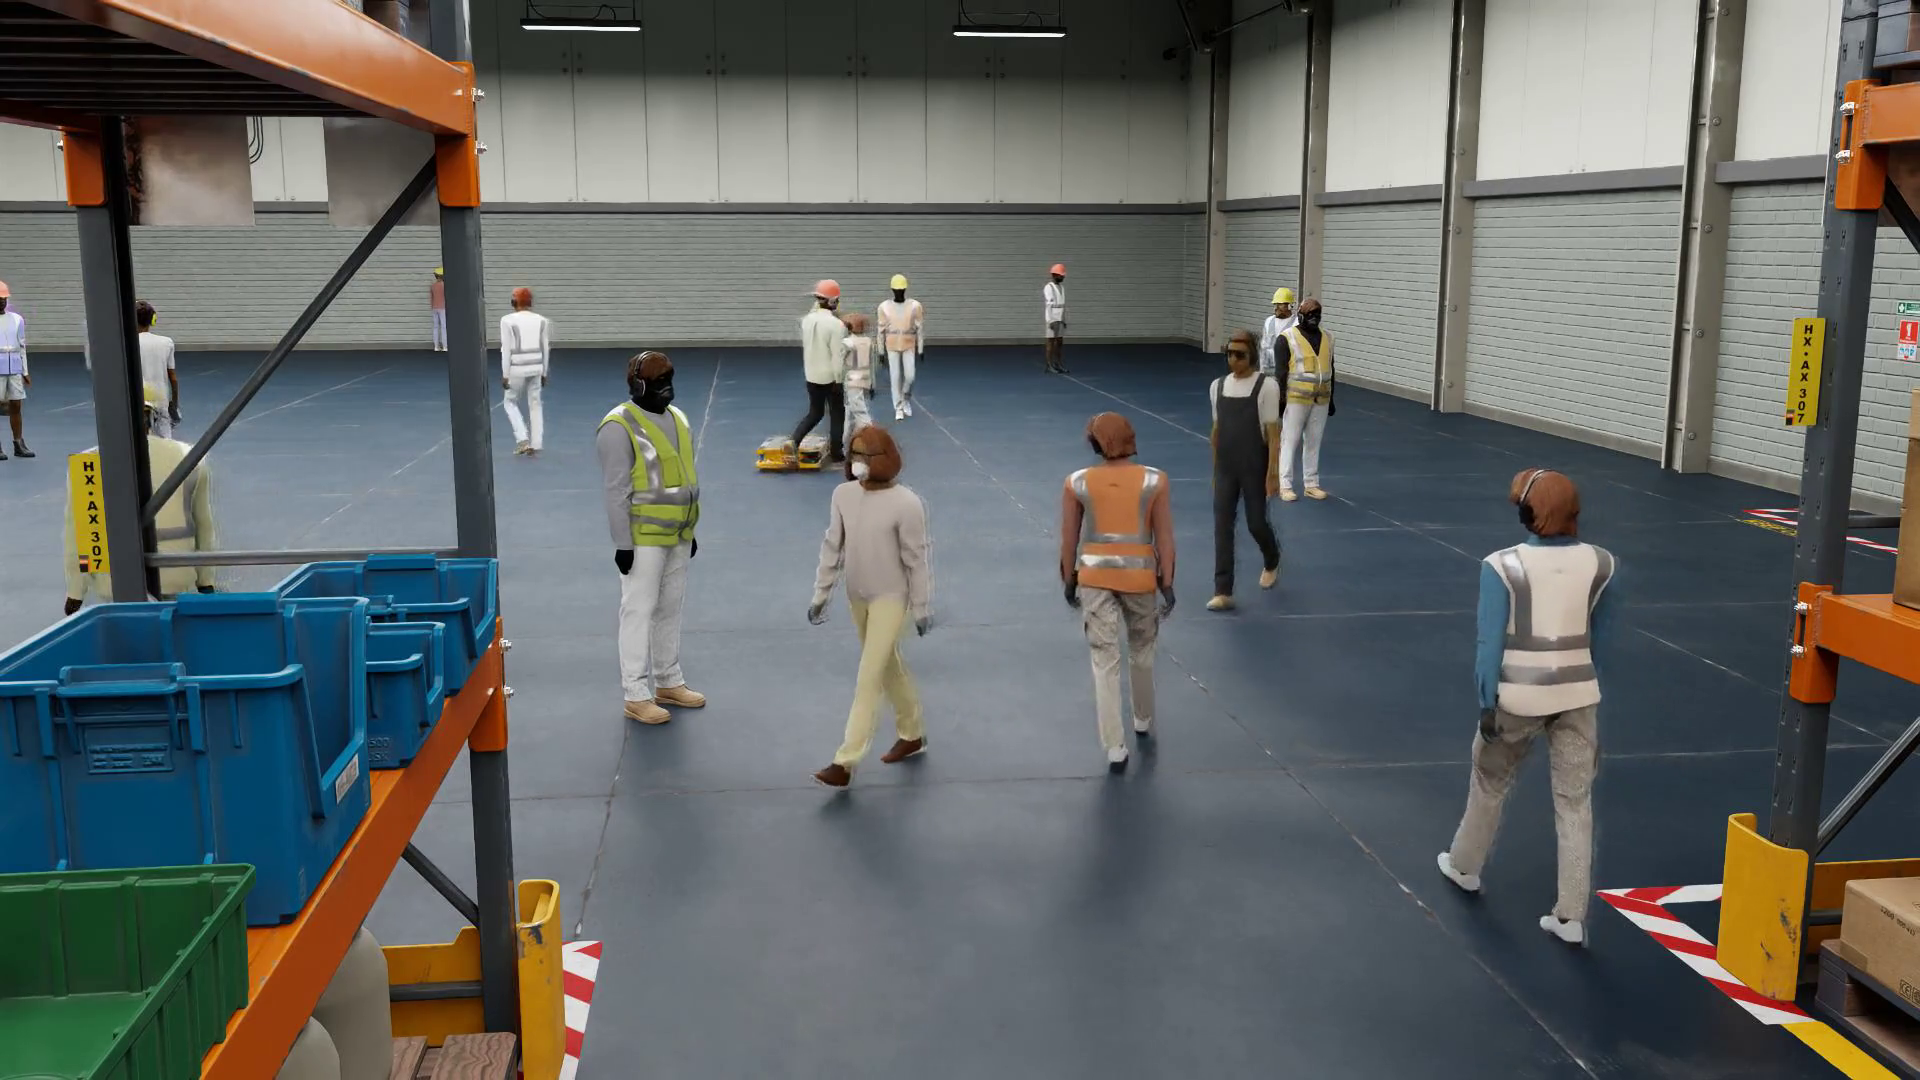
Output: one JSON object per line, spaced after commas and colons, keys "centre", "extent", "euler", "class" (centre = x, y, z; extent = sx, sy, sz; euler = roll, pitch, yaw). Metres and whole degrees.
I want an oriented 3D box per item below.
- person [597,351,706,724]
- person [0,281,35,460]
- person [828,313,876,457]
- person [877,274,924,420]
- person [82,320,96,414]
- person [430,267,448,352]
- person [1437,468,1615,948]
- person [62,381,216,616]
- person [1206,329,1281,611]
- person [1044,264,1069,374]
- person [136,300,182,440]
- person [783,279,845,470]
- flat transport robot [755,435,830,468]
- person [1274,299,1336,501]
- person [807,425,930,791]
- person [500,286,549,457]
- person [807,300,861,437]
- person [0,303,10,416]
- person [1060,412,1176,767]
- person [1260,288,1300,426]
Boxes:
{"centre": [-1.519, -0.022, 8.338], "extent": [0.429, 1.842, 0.634], "euler": [5, 11, 25], "class": "person"}
{"centre": [-10.363, -1.838, 18.032], "extent": [0.354, 1.939, 0.544], "euler": [7, 12, 33], "class": "person"}
{"centre": [-1.114, -1.631, 17.856], "extent": [0.866, 1.590, 0.515], "euler": [7, 12, 34], "class": "person"}
{"centre": [-0.781, -2.531, 21.884], "extent": [0.620, 1.912, 0.416], "euler": [-1, 10, -4], "class": "person"}
{"centre": [-11.427, -2.428, 22.233], "extent": [0.527, 1.584, 0.866], "euler": [-9, 14, -40], "class": "person"}
{"centre": [-10.867, -4.817, 34.845], "extent": [0.525, 1.765, 0.329], "euler": [7, 12, 32], "class": "person"}
{"centre": [2.001, 0.550, 5.835], "extent": [0.516, 1.606, 0.802], "euler": [-1, 10, -6], "class": "person"}
{"centre": [-3.621, 0.172, 7.359], "extent": [0.421, 1.817, 0.610], "euler": [8, 13, 36], "class": "person"}
{"centre": [1.877, -0.474, 10.882], "extent": [0.526, 1.826, 0.800], "euler": [7, 13, 35], "class": "person"}
{"centre": [1.714, -3.902, 29.361], "extent": [0.378, 1.933, 0.551], "euler": [8, 13, 36], "class": "person"}
{"centre": [-6.981, -1.126, 14.321], "extent": [0.310, 1.868, 0.533], "euler": [8, 13, 36], "class": "person"}
{"centre": [-1.440, -1.670, 16.998], "extent": [0.616, 1.975, 0.753], "euler": [9, 14, 40], "class": "person"}
{"centre": [-1.759, -0.942, 17.691], "extent": [0.652, 0.197, 1.431], "euler": [0, 10, 1], "class": "flat transport robot"}
{"centre": [3.173, -1.279, 15.230], "extent": [0.635, 1.842, 0.429], "euler": [-4, 11, -22], "class": "person"}
{"centre": [-0.410, 0.286, 7.351], "extent": [0.507, 1.588, 0.865], "euler": [9, 14, 41], "class": "person"}
{"centre": [-4.758, -1.831, 18.188], "extent": [0.602, 1.864, 0.491], "euler": [-10, 14, -43], "class": "person"}
{"centre": [-1.463, -1.887, 18.921], "extent": [0.805, 1.717, 0.494], "euler": [0, 10, -2], "class": "person"}
{"centre": [-13.203, -2.640, 22.569], "extent": [0.963, 1.887, 0.551], "euler": [6, 12, 31], "class": "person"}
{"centre": [0.733, 0.201, 7.756], "extent": [0.536, 1.593, 0.824], "euler": [1, 10, 7], "class": "person"}
{"centre": [3.647, -1.935, 18.851], "extent": [0.602, 1.830, 0.404], "euler": [9, 14, 41], "class": "person"}
